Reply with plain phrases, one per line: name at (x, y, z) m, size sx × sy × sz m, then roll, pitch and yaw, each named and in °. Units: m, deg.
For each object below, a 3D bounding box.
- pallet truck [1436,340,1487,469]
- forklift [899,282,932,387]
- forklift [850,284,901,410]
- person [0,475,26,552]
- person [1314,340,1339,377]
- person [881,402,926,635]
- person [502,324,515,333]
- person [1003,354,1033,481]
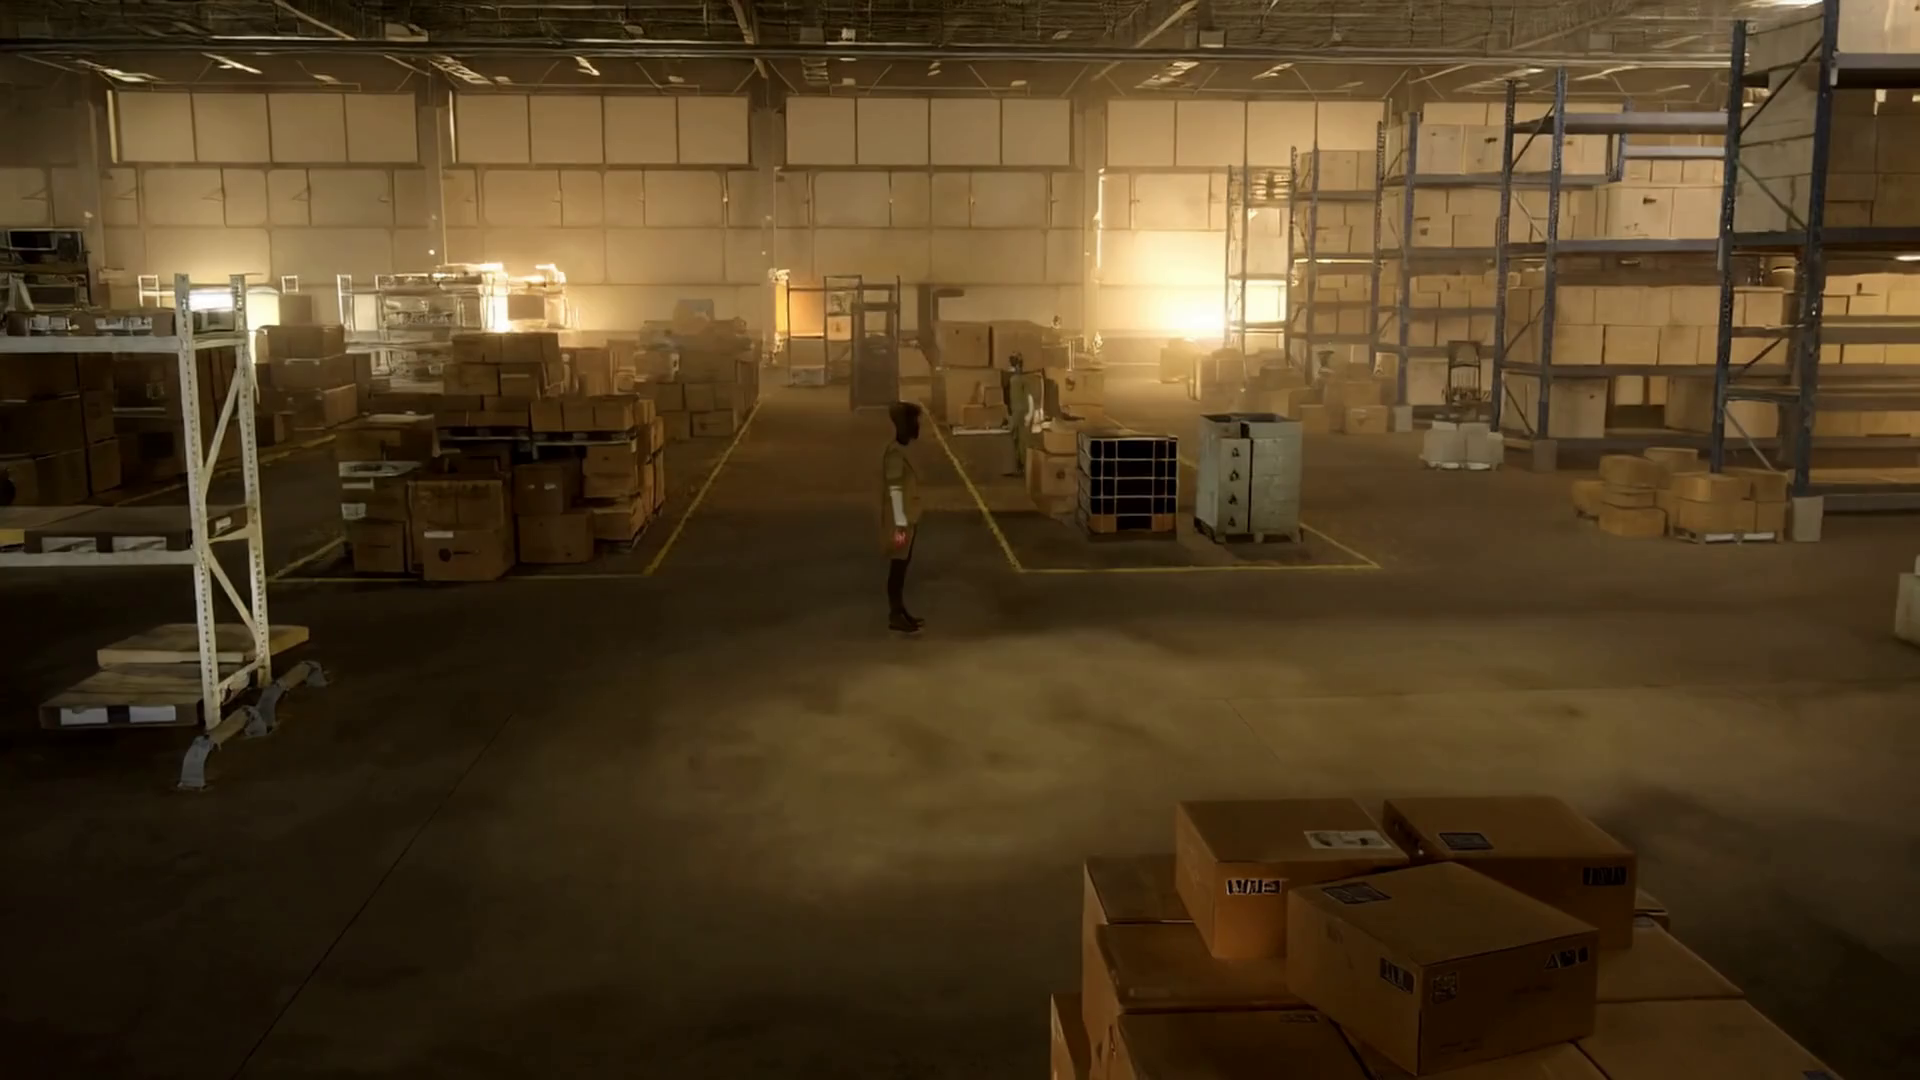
pallet truck at (8.004, -2.170, 26.422) m, size 0.823 × 1.965 × 1.885 m, roll 2°, pitch 9°, yaw 14°
forklift at (-0.973, -5.559, 44.933) m, size 1.873 × 2.768 × 1.129 m, roll -1°, pitch 9°, yaw -4°
forklift at (-1.923, -4.386, 37.569) m, size 1.129 × 2.768 × 1.873 m, roll -1°, pitch 9°, yaw -4°
person at (-10.245, -0.677, 17.436) m, size 0.639 × 1.873 × 1.045 m, roll 2°, pitch 9°, yaw 15°
person at (8.081, -3.564, 36.374) m, size 0.837 × 1.596 × 0.541 m, roll -8°, pitch 12°, yaw -41°
person at (-0.477, -0.189, 14.078) m, size 0.367 × 1.966 × 0.607 m, roll 1°, pitch 9°, yaw 5°
person at (-10.402, -4.138, 39.107) m, size 0.944 × 1.902 × 0.536 m, roll -4°, pitch 10°, yaw -26°
person at (0.841, -1.805, 24.574) m, size 0.423 × 1.859 × 0.596 m, roll -7°, pitch 11°, yaw -36°
